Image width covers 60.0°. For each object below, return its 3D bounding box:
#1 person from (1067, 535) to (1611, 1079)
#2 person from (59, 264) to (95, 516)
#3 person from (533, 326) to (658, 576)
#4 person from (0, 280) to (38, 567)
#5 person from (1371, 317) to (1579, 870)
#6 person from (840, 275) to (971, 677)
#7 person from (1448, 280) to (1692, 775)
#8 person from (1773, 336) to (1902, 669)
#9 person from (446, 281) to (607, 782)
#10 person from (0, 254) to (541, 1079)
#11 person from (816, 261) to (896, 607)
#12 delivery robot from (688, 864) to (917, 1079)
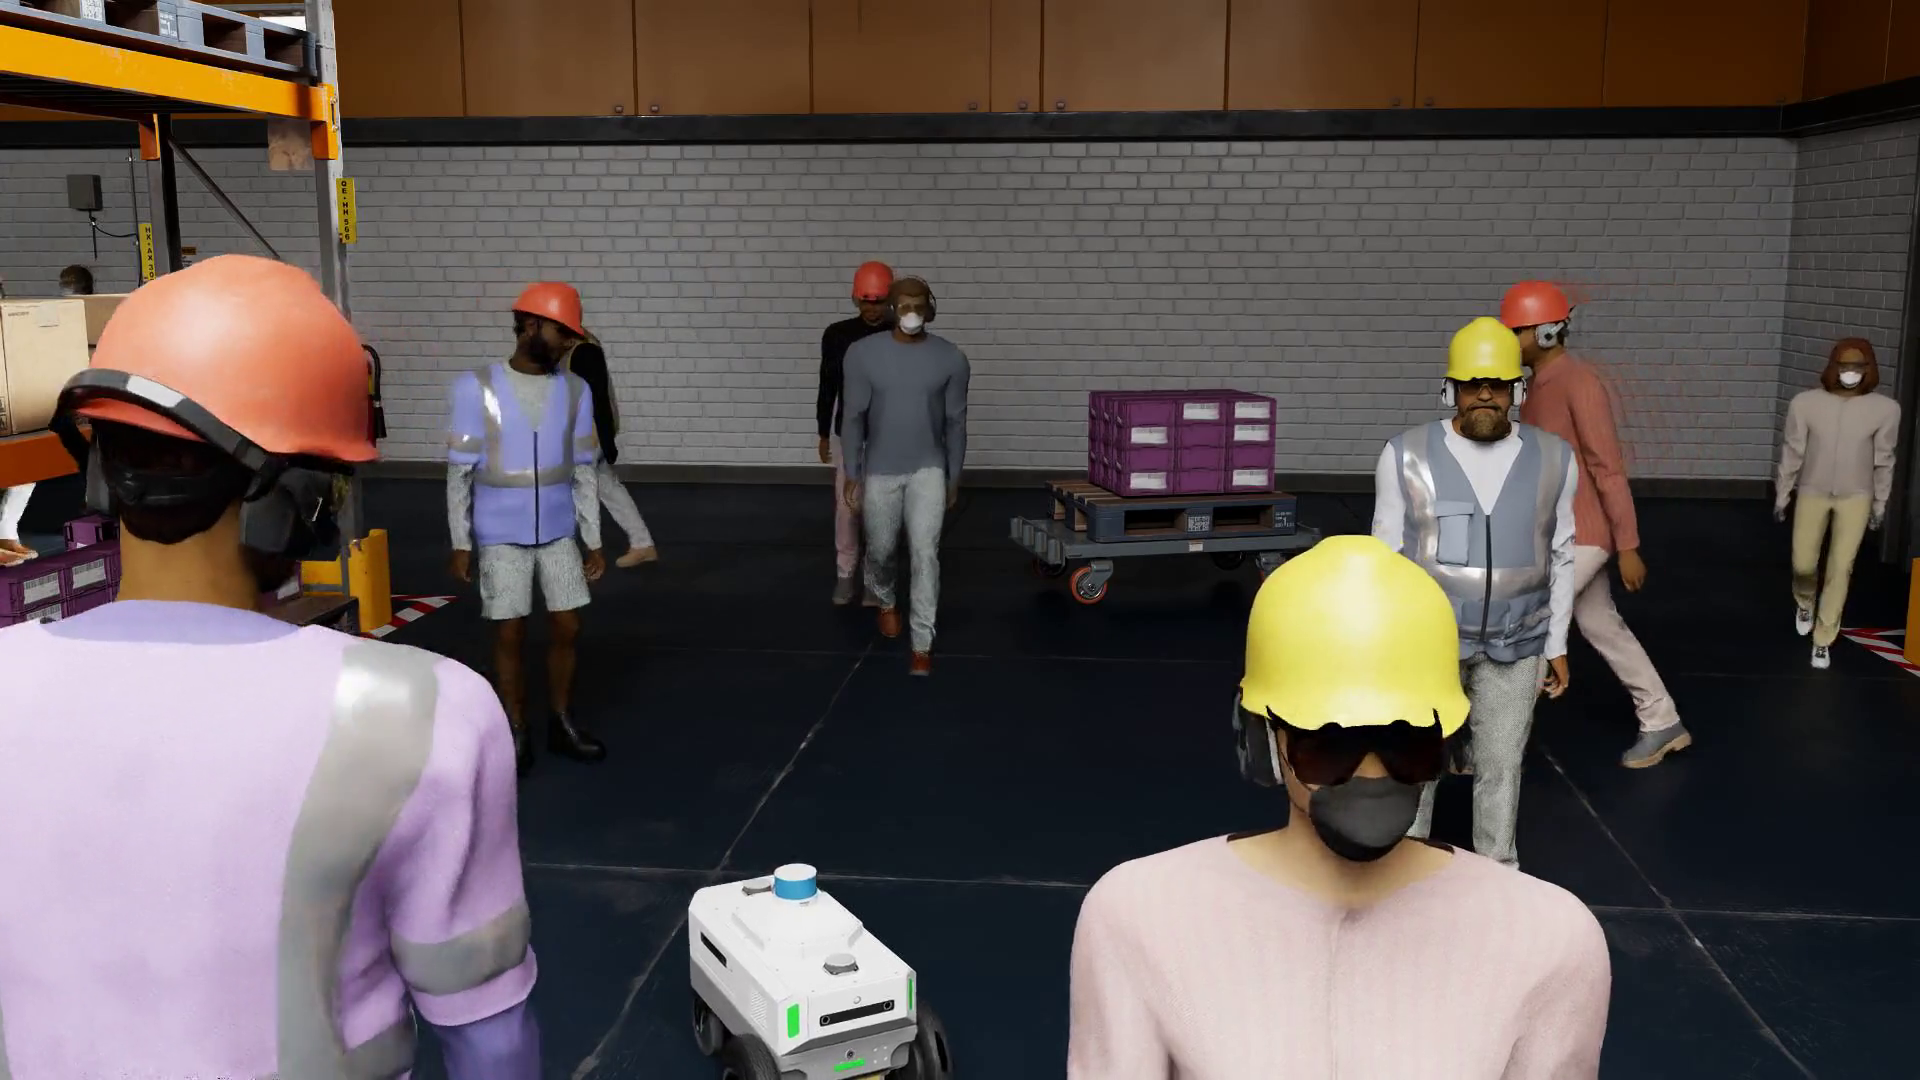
[{"bbox_3d":[0.355,0.867,1.660,0.536,1.763,0.353,1,10,6],"label":"person"},{"bbox_3d":[-6.526,-1.125,12.673,0.659,1.911,0.496,3,10,16],"label":"person"},{"bbox_3d":[-2.339,-0.671,10.443,0.938,1.780,0.650,-4,11,-23],"label":"person"},{"bbox_3d":[-6.126,-0.741,10.567,0.504,1.867,0.575,-3,10,-14],"label":"person"},{"bbox_3d":[1.482,0.274,4.835,0.600,1.832,0.404,1,10,6],"label":"person"},{"bbox_3d":[-0.268,-0.346,8.190,0.635,1.915,0.904,0,10,-3],"label":"person"},{"bbox_3d":[2.401,-0.033,6.375,1.042,1.923,0.651,0,10,1],"label":"person"},{"bbox_3d":[4.307,-0.205,8.201,0.520,1.610,0.593,5,11,28],"label":"person"},{"bbox_3d":[-1.660,-0.026,6.386,0.613,1.899,0.409,-6,12,-32],"label":"person"},{"bbox_3d":[-0.774,0.728,1.726,0.679,2.016,0.452,-1,10,-4],"label":"person"},{"bbox_3d":[-0.501,-0.580,9.383,0.628,1.961,0.481,0,10,-2],"label":"person"},{"bbox_3d":[-0.389,1.017,3.970,0.477,0.478,0.707,-5,11,-27],"label":"delivery robot"}]
